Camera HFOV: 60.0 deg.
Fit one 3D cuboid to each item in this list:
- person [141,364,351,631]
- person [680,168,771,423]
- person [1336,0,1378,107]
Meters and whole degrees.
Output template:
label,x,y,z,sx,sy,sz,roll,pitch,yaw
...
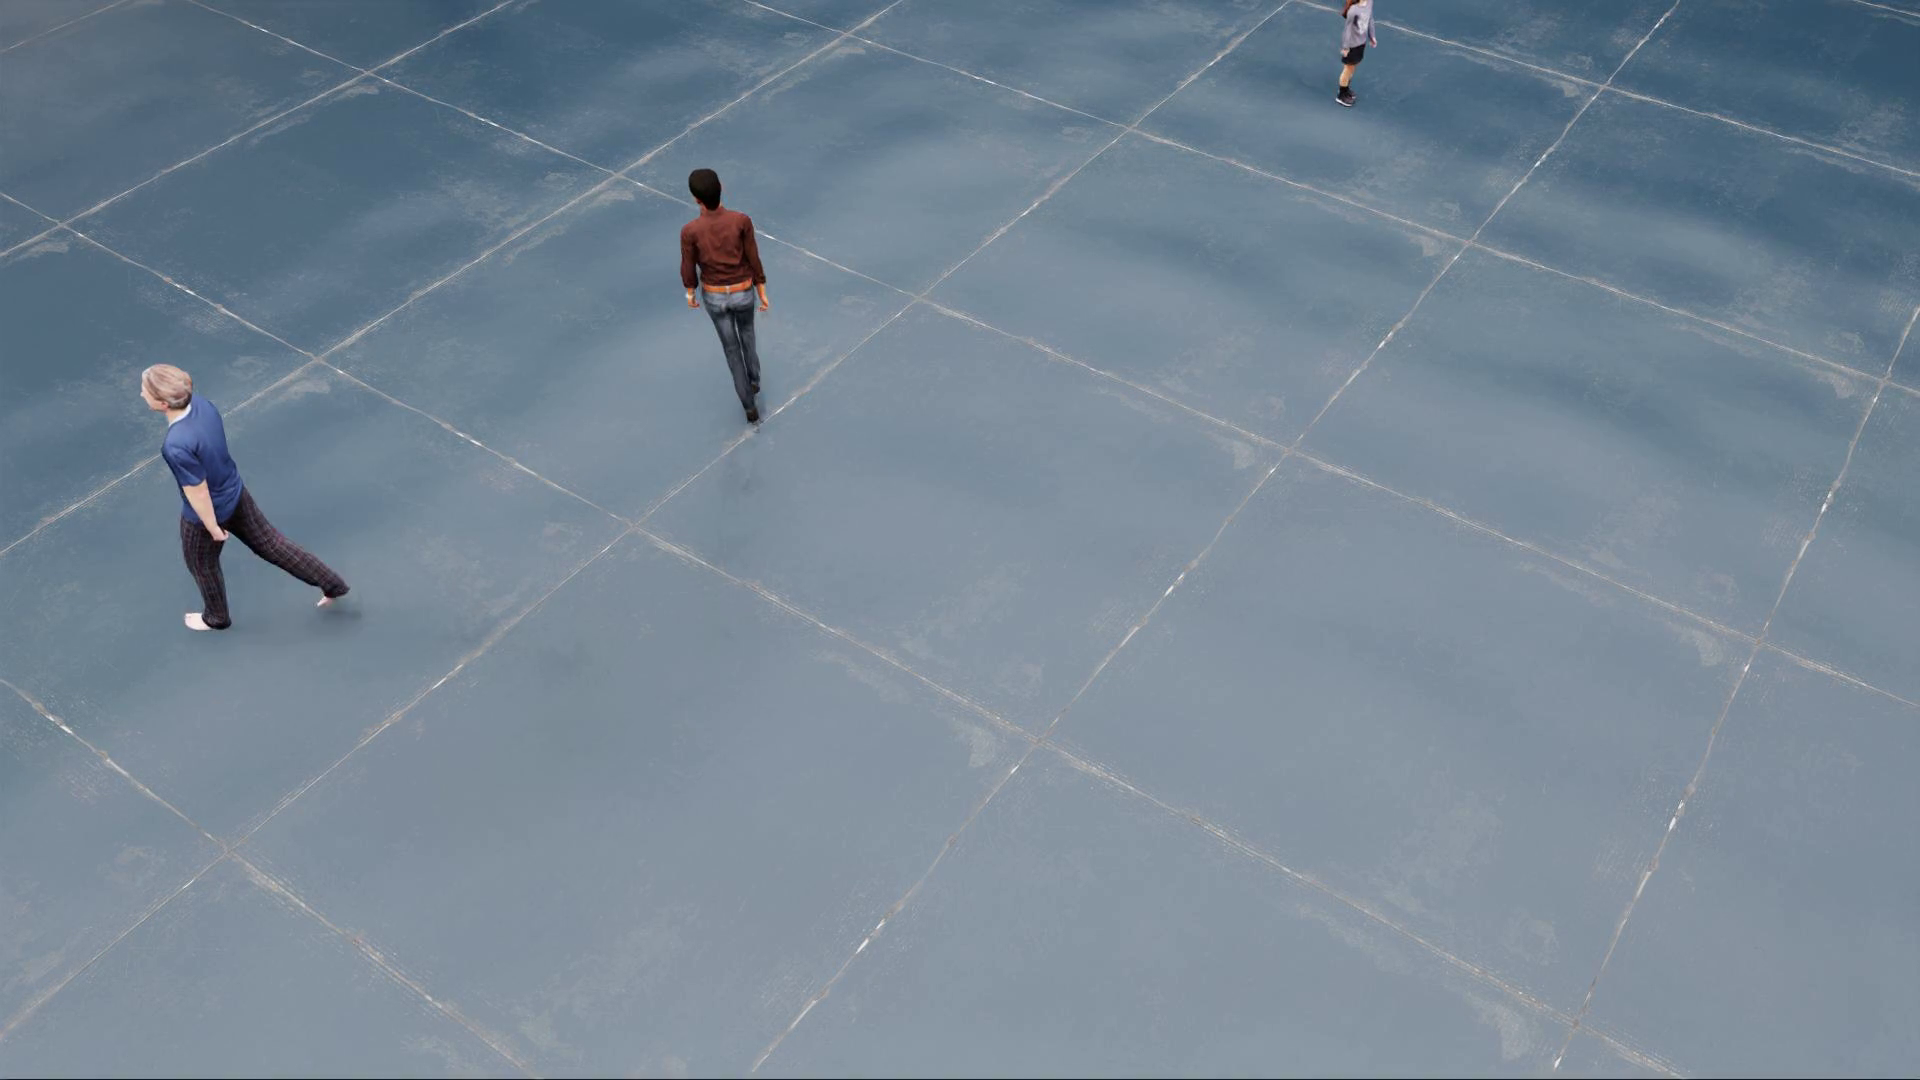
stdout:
label,x,y,z,sx,sy,sz,roll,pitch,yaw
person,-3.961,-0.207,9.096,1.272,1.832,1.065,3,43,3
person,-1.449,-1.481,10.520,0.879,1.752,0.939,-9,44,-9
person,3.295,-4.219,13.928,0.514,1.103,0.501,31,51,29
